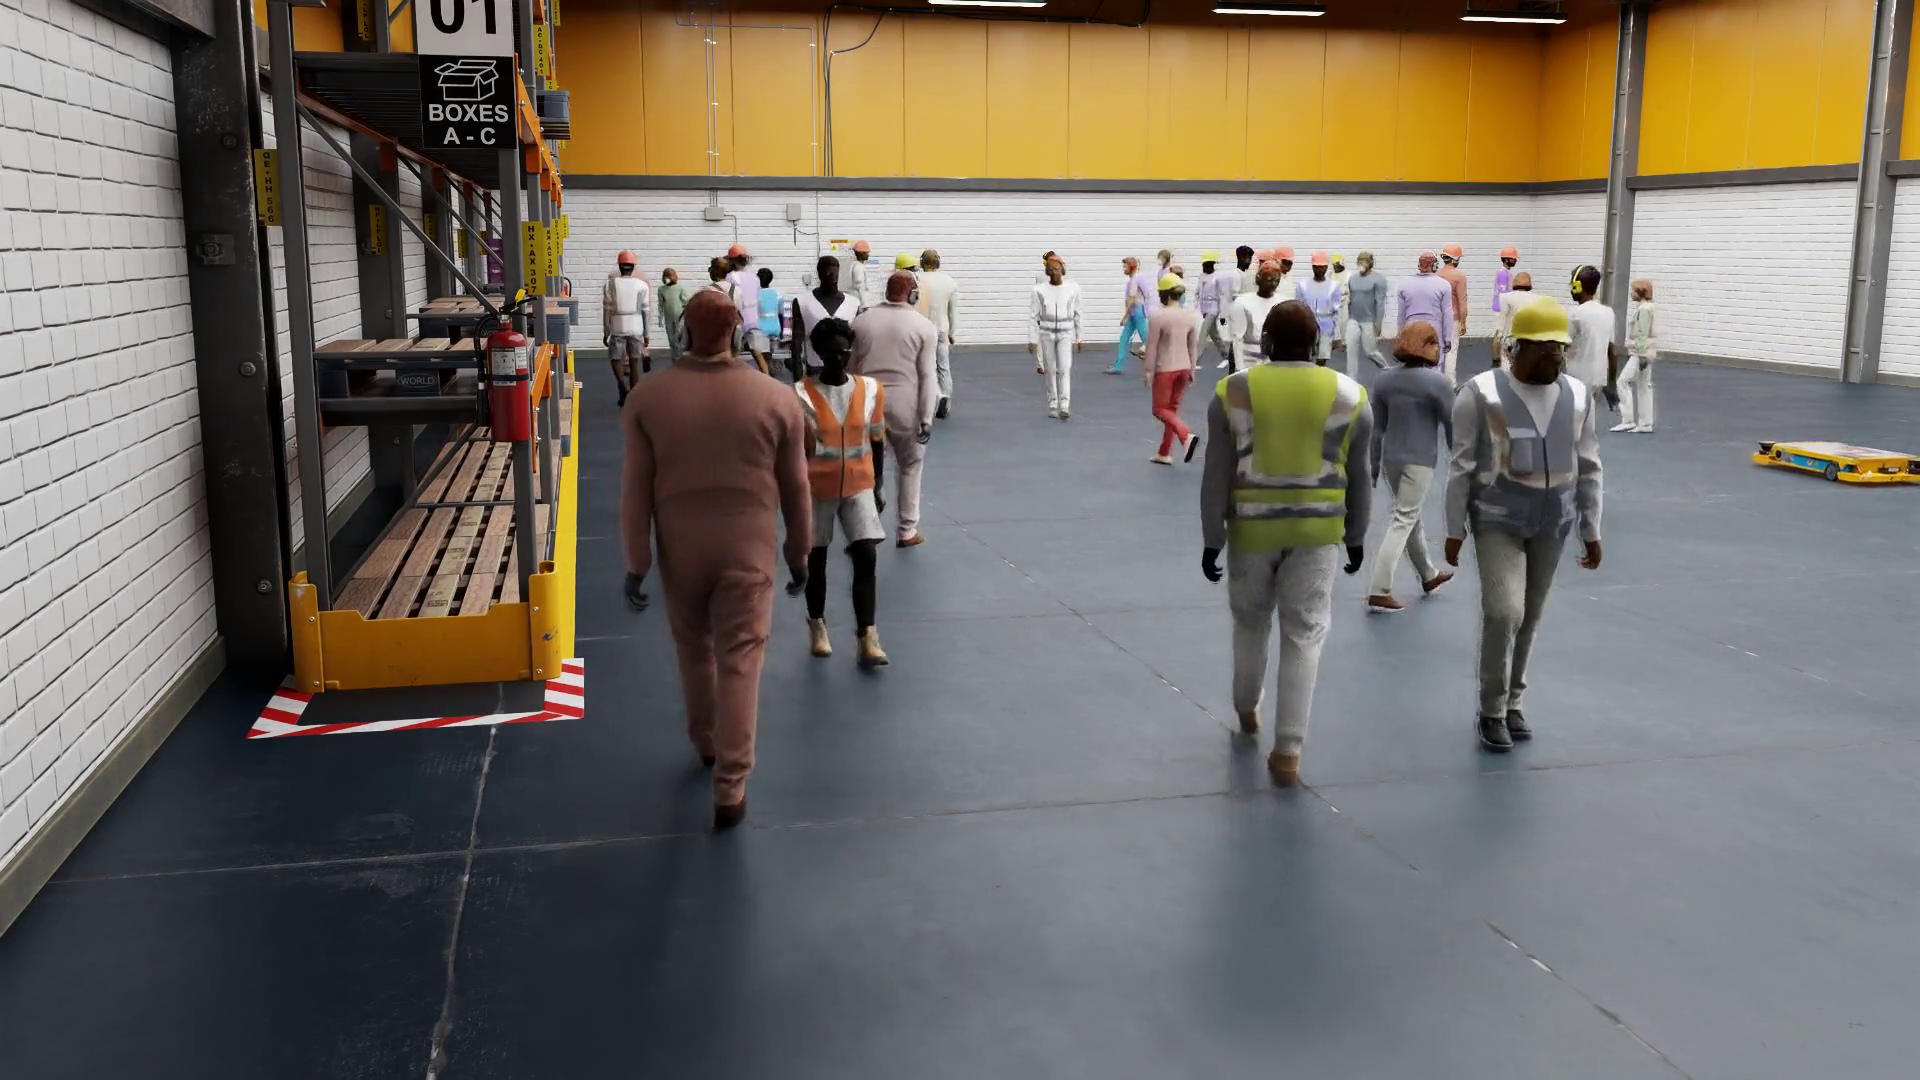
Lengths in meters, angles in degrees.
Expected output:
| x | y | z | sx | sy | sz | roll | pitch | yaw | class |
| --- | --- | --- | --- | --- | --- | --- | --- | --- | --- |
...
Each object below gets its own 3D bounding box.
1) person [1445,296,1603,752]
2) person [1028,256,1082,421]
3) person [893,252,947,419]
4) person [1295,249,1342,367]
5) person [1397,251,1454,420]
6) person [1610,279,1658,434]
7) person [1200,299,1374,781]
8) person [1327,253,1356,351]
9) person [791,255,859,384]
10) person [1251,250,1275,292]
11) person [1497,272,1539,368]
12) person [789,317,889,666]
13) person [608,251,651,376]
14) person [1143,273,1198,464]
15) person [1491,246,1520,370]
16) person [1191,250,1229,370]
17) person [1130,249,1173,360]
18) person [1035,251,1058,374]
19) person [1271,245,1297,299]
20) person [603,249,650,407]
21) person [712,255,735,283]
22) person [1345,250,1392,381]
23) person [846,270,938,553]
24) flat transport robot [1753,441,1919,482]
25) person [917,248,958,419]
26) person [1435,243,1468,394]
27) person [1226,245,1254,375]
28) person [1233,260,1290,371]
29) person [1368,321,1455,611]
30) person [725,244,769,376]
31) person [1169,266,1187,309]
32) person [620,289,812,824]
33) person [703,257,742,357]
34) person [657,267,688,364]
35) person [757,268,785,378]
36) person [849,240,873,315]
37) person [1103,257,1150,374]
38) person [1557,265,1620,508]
| x | y | z | sx | sy | sz | roll | pitch | yaw | class |
| --- | --- | --- | --- | --- | --- | --- | --- | --- | --- |
| 2.281 | -0.056 | 6.636 | 0.618 | 1.810 | 0.591 | -2 | 10 | -9 | person |
| 1.069 | -2.264 | 18.782 | 0.610 | 1.840 | 0.944 | 1 | 10 | 5 | person |
| -0.479 | -2.239 | 18.503 | 0.607 | 1.904 | 0.614 | 8 | 13 | 38 | person |
| 4.201 | -2.450 | 19.595 | 0.573 | 1.924 | 0.397 | 3 | 11 | 16 | person |
| 5.270 | -2.300 | 18.817 | 0.638 | 1.910 | 0.407 | 7 | 13 | 35 | person |
| 7.090 | -1.926 | 17.520 | 0.550 | 1.618 | 0.552 | 5 | 11 | 24 | person |
| 1.274 | -0.034 | 6.536 | 0.654 | 1.801 | 0.934 | 2 | 10 | 9 | person |
| 7.021 | -4.362 | 30.563 | 0.611 | 1.788 | 0.610 | 10 | 14 | 44 | person |
| -1.109 | -1.432 | 13.996 | 0.616 | 1.907 | 0.454 | -5 | 11 | -25 | person |
| 5.048 | -3.932 | 27.986 | 1.052 | 1.872 | 0.577 | -1 | 10 | -4 | person |
| 7.243 | -2.657 | 21.566 | 0.532 | 1.628 | 0.311 | 1 | 10 | 3 | person |
| -0.575 | -0.212 | 7.906 | 0.559 | 1.665 | 0.780 | -3 | 11 | -18 | person |
| -4.966 | -3.396 | 24.974 | 0.644 | 1.887 | 0.517 | -9 | 13 | -40 | person |
| 1.934 | -1.521 | 14.933 | 0.532 | 1.742 | 0.639 | -7 | 12 | -33 | person |
| 8.525 | -3.617 | 26.028 | 0.377 | 1.938 | 0.547 | 4 | 11 | 20 | person |
| 3.976 | -3.627 | 26.270 | 0.999 | 1.884 | 0.606 | -4 | 11 | -22 | person |
| 3.458 | -3.974 | 28.192 | 1.047 | 1.871 | 0.639 | -3 | 11 | -17 | person |
| 1.367 | -3.460 | 25.353 | 0.531 | 1.870 | 0.318 | -10 | 14 | -43 | person |
| 3.899 | -2.609 | 20.342 | 0.466 | 1.982 | 0.617 | 7 | 12 | 34 | person |
| -3.985 | -2.507 | 19.914 | 0.571 | 1.925 | 0.547 | -3 | 11 | -17 | person |
| -3.832 | -3.834 | 27.648 | 0.639 | 1.802 | 0.669 | 5 | 11 | 25 | person |
| 5.453 | -2.909 | 22.205 | 0.802 | 1.908 | 0.637 | -7 | 13 | -35 | person |
| -0.478 | -0.829 | 10.875 | 0.654 | 1.852 | 0.710 | 3 | 11 | 16 | person |
| 7.638 | -0.691 | 14.439 | 0.652 | 0.197 | 1.431 | -2 | 10 | -10 | flat transport robot |
| -0.326 | -2.325 | 18.872 | 0.632 | 1.938 | 0.359 | -5 | 11 | -25 | person |
| 6.421 | -2.899 | 21.894 | 0.390 | 1.992 | 0.624 | -7 | 12 | -35 | person |
| 3.934 | -3.153 | 23.403 | 0.377 | 1.958 | 0.600 | 2 | 10 | 12 | person |
| 2.677 | -1.553 | 14.819 | 0.581 | 1.862 | 0.487 | -2 | 10 | -10 | person |
| 2.547 | -0.414 | 9.256 | 0.870 | 1.590 | 0.515 | -7 | 12 | -34 | person |
| -2.784 | -2.743 | 21.075 | 1.100 | 1.971 | 0.611 | 8 | 13 | 37 | person |
| 3.460 | -3.625 | 26.931 | 0.528 | 1.615 | 0.553 | -2 | 10 | -11 | person |
| -0.874 | 0.029 | 6.052 | 0.667 | 1.851 | 1.011 | -1 | 10 | -4 | person |
| -2.675 | -2.245 | 18.685 | 0.509 | 1.846 | 0.342 | -9 | 13 | -40 | person |
| -4.467 | -3.445 | 25.945 | 0.540 | 1.613 | 0.369 | 3 | 11 | 17 | person |
| -2.619 | -2.744 | 21.946 | 0.547 | 1.654 | 0.840 | -8 | 13 | -39 | person |
| -1.627 | -3.879 | 27.218 | 0.516 | 2.027 | 0.606 | -1 | 10 | -4 | person |
| 2.722 | -3.377 | 25.148 | 1.003 | 1.790 | 0.553 | -1 | 10 | -3 | person |
| 4.720 | -1.157 | 12.652 | 0.537 | 1.847 | 0.491 | -7 | 12 | -33 | person |
